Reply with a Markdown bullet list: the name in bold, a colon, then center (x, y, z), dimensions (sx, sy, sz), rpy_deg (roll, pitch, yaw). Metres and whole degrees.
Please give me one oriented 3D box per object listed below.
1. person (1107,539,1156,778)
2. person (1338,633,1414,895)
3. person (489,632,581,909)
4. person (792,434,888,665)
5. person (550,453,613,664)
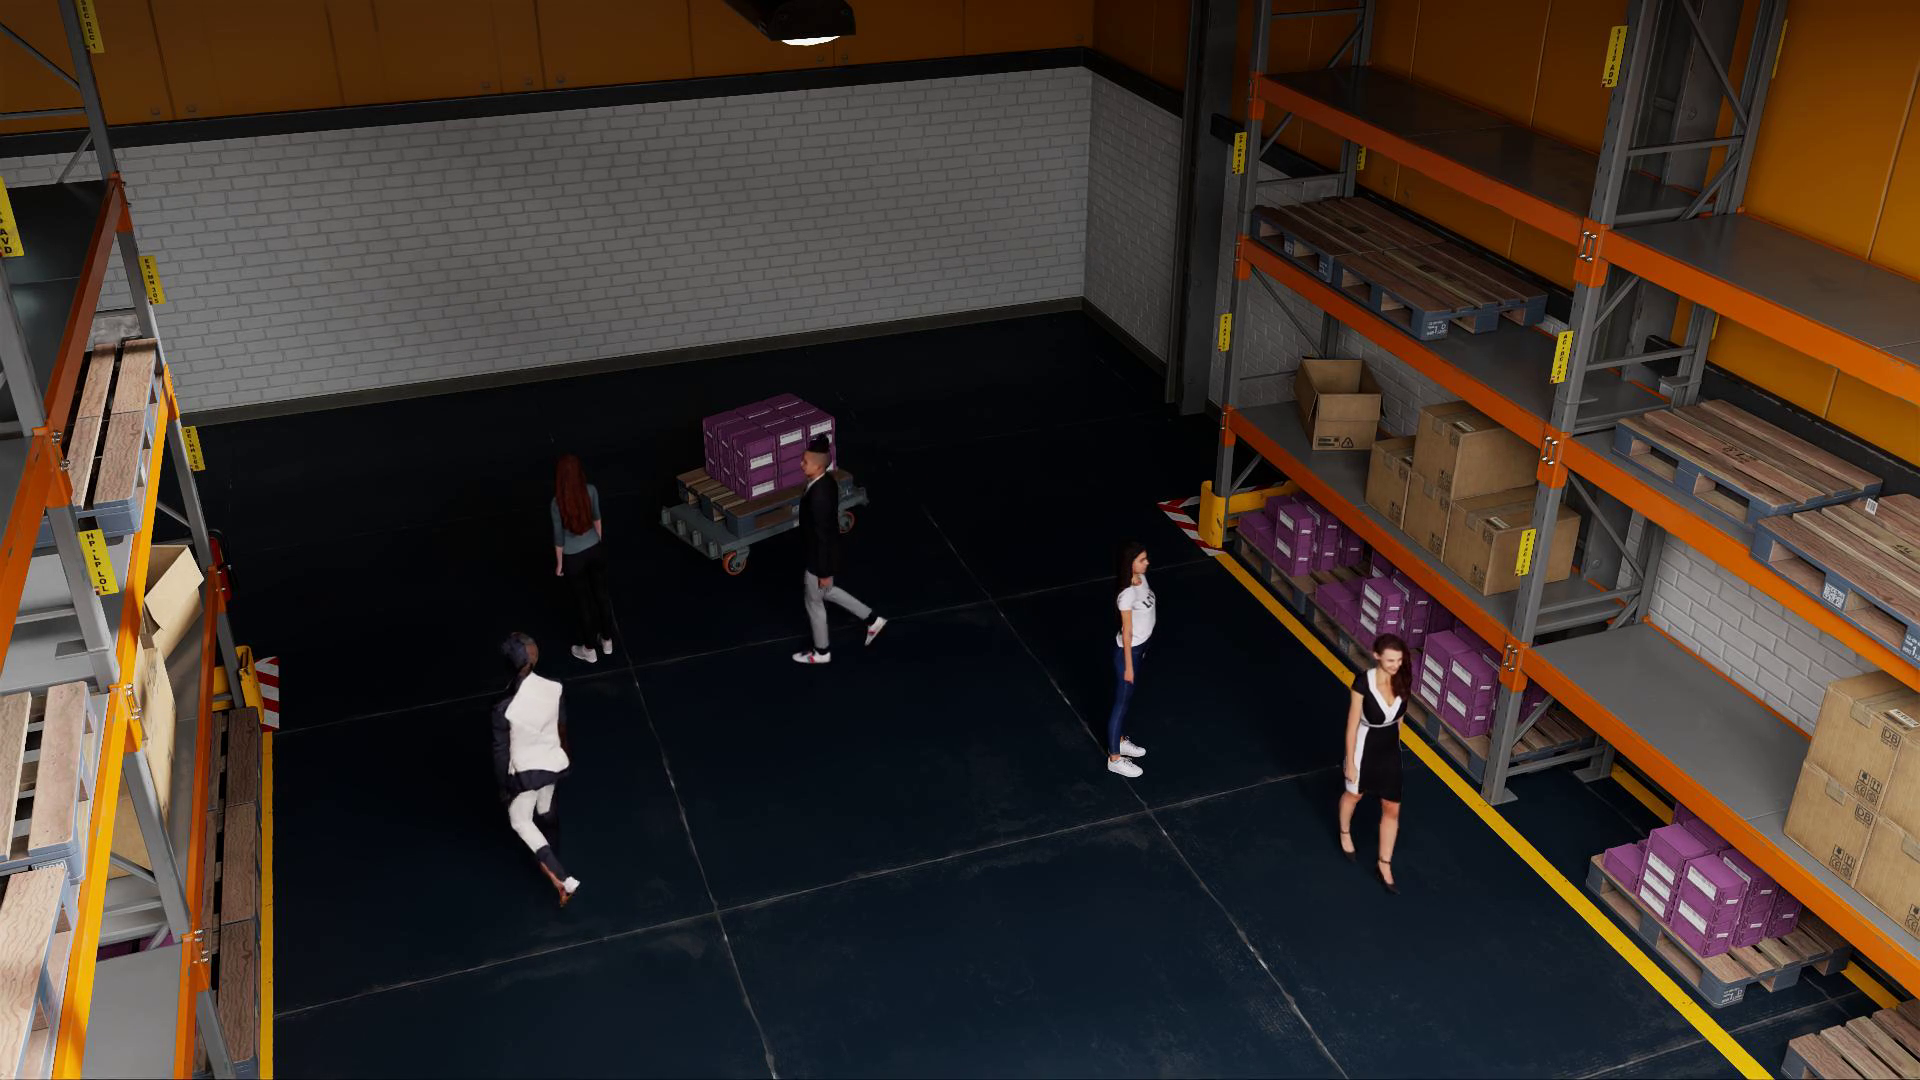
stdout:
- **person**: center (1.151, 0.795, 11.442), dimensions (0.726, 1.775, 0.634), rpy_deg (8, 30, 14)
- **person**: center (2.554, 1.310, 10.495), dimensions (0.631, 1.776, 0.854), rpy_deg (-9, 30, -16)
- **person**: center (-2.553, 1.440, 10.154), dimensions (0.921, 1.875, 1.082), rpy_deg (-25, 37, -38)
- **person**: center (-0.943, 0.090, 12.565), dimensions (0.974, 1.937, 1.030), rpy_deg (1, 29, 2)
- **person**: center (-2.881, 0.135, 12.685), dimensions (0.651, 1.742, 0.651), rpy_deg (-22, 36, -35)
